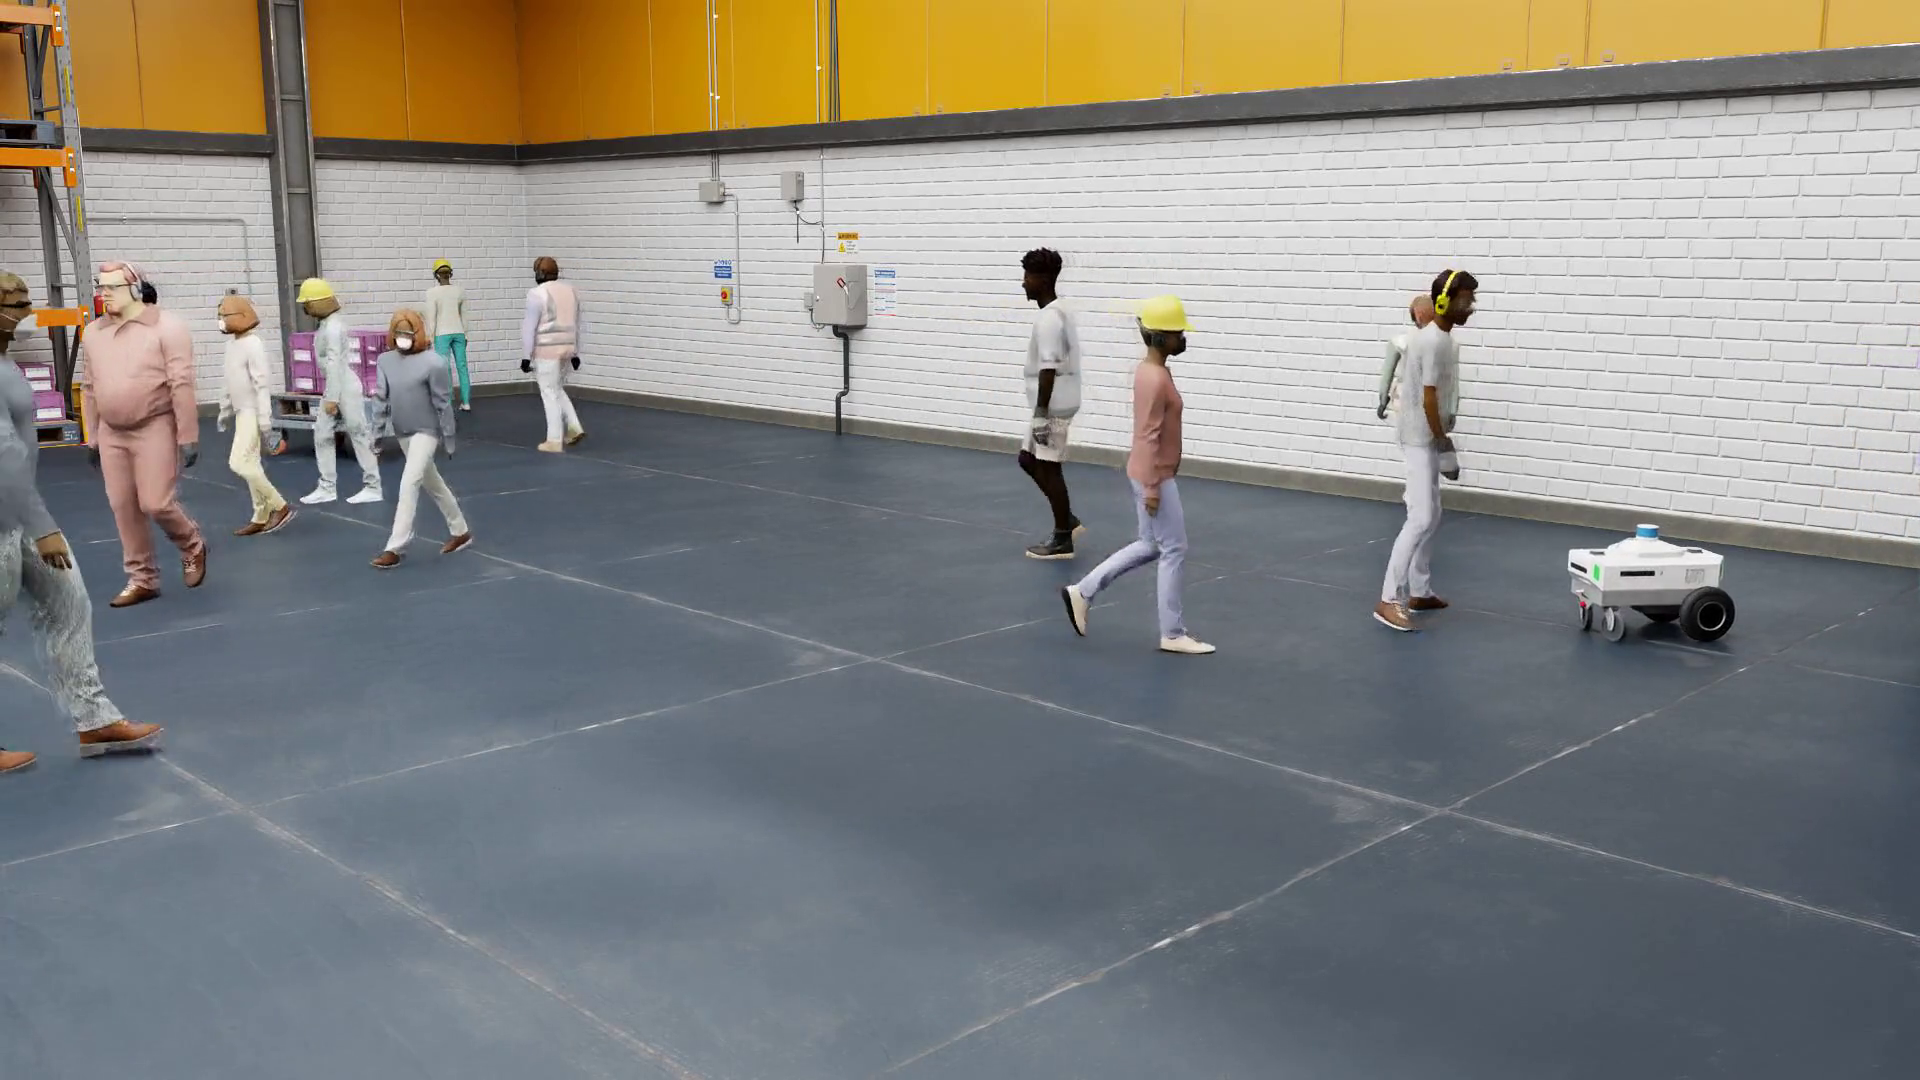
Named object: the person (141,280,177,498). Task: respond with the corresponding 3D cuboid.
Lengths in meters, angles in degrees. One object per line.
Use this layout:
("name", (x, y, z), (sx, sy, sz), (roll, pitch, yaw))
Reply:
("person", (-6.186, -1.123, 12.618), (0.434, 1.684, 0.551), (-9, 14, -40))

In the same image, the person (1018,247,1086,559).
("person", (0.550, -0.841, 10.376), (0.430, 1.944, 0.636), (1, 10, 7))

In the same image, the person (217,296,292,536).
("person", (-4.804, -0.819, 11.168), (0.336, 1.620, 0.503), (-8, 13, -37))

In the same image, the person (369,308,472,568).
("person", (-3.369, -0.648, 10.326), (0.484, 1.578, 0.892), (5, 12, 27))

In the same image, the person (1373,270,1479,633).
("person", (2.452, -0.470, 8.684), (0.392, 1.836, 0.828), (4, 11, 20))

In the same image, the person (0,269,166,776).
("person", (-3.443, -0.057, 6.212), (0.863, 1.903, 0.635), (-3, 11, -16))

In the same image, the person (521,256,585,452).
("person", (-3.829, -1.733, 15.589), (0.437, 1.830, 0.643), (5, 11, 25))

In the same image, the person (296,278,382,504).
("person", (-4.700, -1.103, 12.462), (0.683, 1.696, 0.491), (-7, 13, -34))

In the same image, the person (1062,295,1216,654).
("person", (0.877, -0.311, 8.036), (0.693, 1.741, 0.530), (1, 10, 4))

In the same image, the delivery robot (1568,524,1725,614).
("delivery robot", (3.476, 0.164, 8.449), (0.707, 0.478, 0.477), (-1, 10, -5))

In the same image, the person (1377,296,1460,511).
("person", (3.222, -0.917, 11.764), (0.522, 1.607, 0.741), (0, 10, 0))

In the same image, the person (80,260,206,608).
("person", (-4.498, -0.586, 9.145), (0.662, 1.887, 0.492), (2, 11, 11))

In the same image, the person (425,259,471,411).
("person", (-5.865, -2.327, 19.011), (0.343, 1.757, 0.526), (9, 14, 41))
